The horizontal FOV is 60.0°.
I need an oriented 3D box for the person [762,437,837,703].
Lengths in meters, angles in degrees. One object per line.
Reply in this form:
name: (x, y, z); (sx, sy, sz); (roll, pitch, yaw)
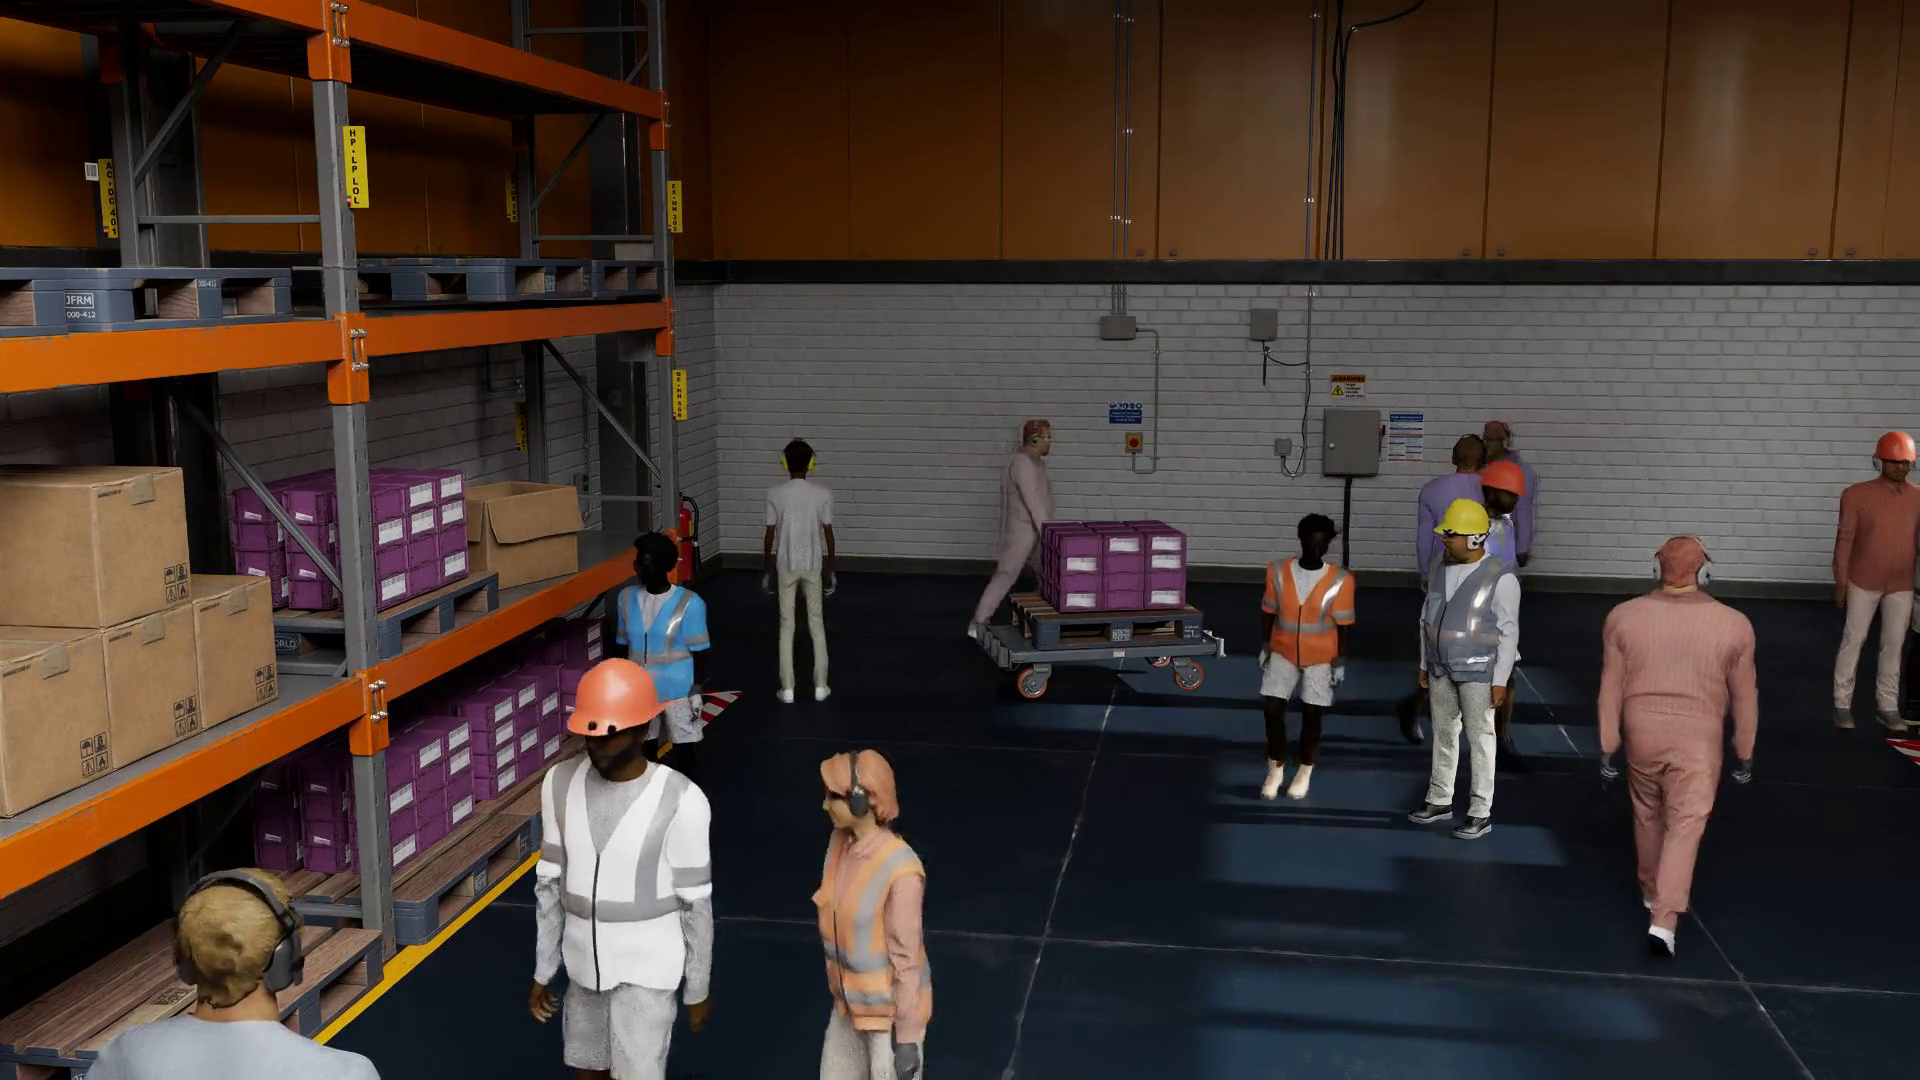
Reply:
person: (-1.129, 0.215, 11.708); (0.532, 1.866, 0.310); (-2, 9, -10)

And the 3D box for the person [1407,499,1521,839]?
person: (2.695, 0.682, 8.941); (0.404, 1.827, 0.600); (-6, 11, -32)

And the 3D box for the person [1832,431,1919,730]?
person: (6.087, 0.270, 10.971); (0.622, 1.992, 0.393); (1, 9, 6)

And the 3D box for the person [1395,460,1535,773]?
person: (3.146, 0.432, 10.262); (0.556, 1.903, 0.933); (-6, 11, -33)

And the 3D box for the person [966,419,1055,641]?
person: (0.545, -0.049, 13.411); (1.041, 1.851, 0.630); (2, 9, 12)

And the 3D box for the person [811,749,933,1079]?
person: (-0.207, 1.415, 5.024); (0.434, 1.624, 0.548); (-6, 11, -33)

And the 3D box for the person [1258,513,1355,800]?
person: (1.947, 0.673, 9.424); (0.556, 1.676, 0.494); (4, 10, 25)

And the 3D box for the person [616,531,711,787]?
person: (-1.557, 0.787, 8.688); (0.537, 1.699, 0.321); (3, 10, 20)

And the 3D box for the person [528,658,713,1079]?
person: (-0.989, 1.265, 5.094); (0.566, 1.919, 0.771); (3, 10, 21)

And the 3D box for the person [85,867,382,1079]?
person: (-1.329, 1.563, 3.189); (0.636, 1.937, 0.361); (2, 9, 12)

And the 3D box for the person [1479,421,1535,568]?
person: (4.104, -0.002, 13.065); (0.956, 1.858, 0.647); (-5, 10, -26)

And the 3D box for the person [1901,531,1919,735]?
person: (6.425, 0.302, 10.862); (0.365, 1.965, 0.608); (1, 9, 9)

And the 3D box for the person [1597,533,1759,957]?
person: (3.222, 0.900, 7.510); (0.649, 1.869, 0.981); (6, 11, 32)

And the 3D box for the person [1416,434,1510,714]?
person: (3.416, 0.247, 11.283); (0.635, 1.938, 0.359); (6, 11, 34)
